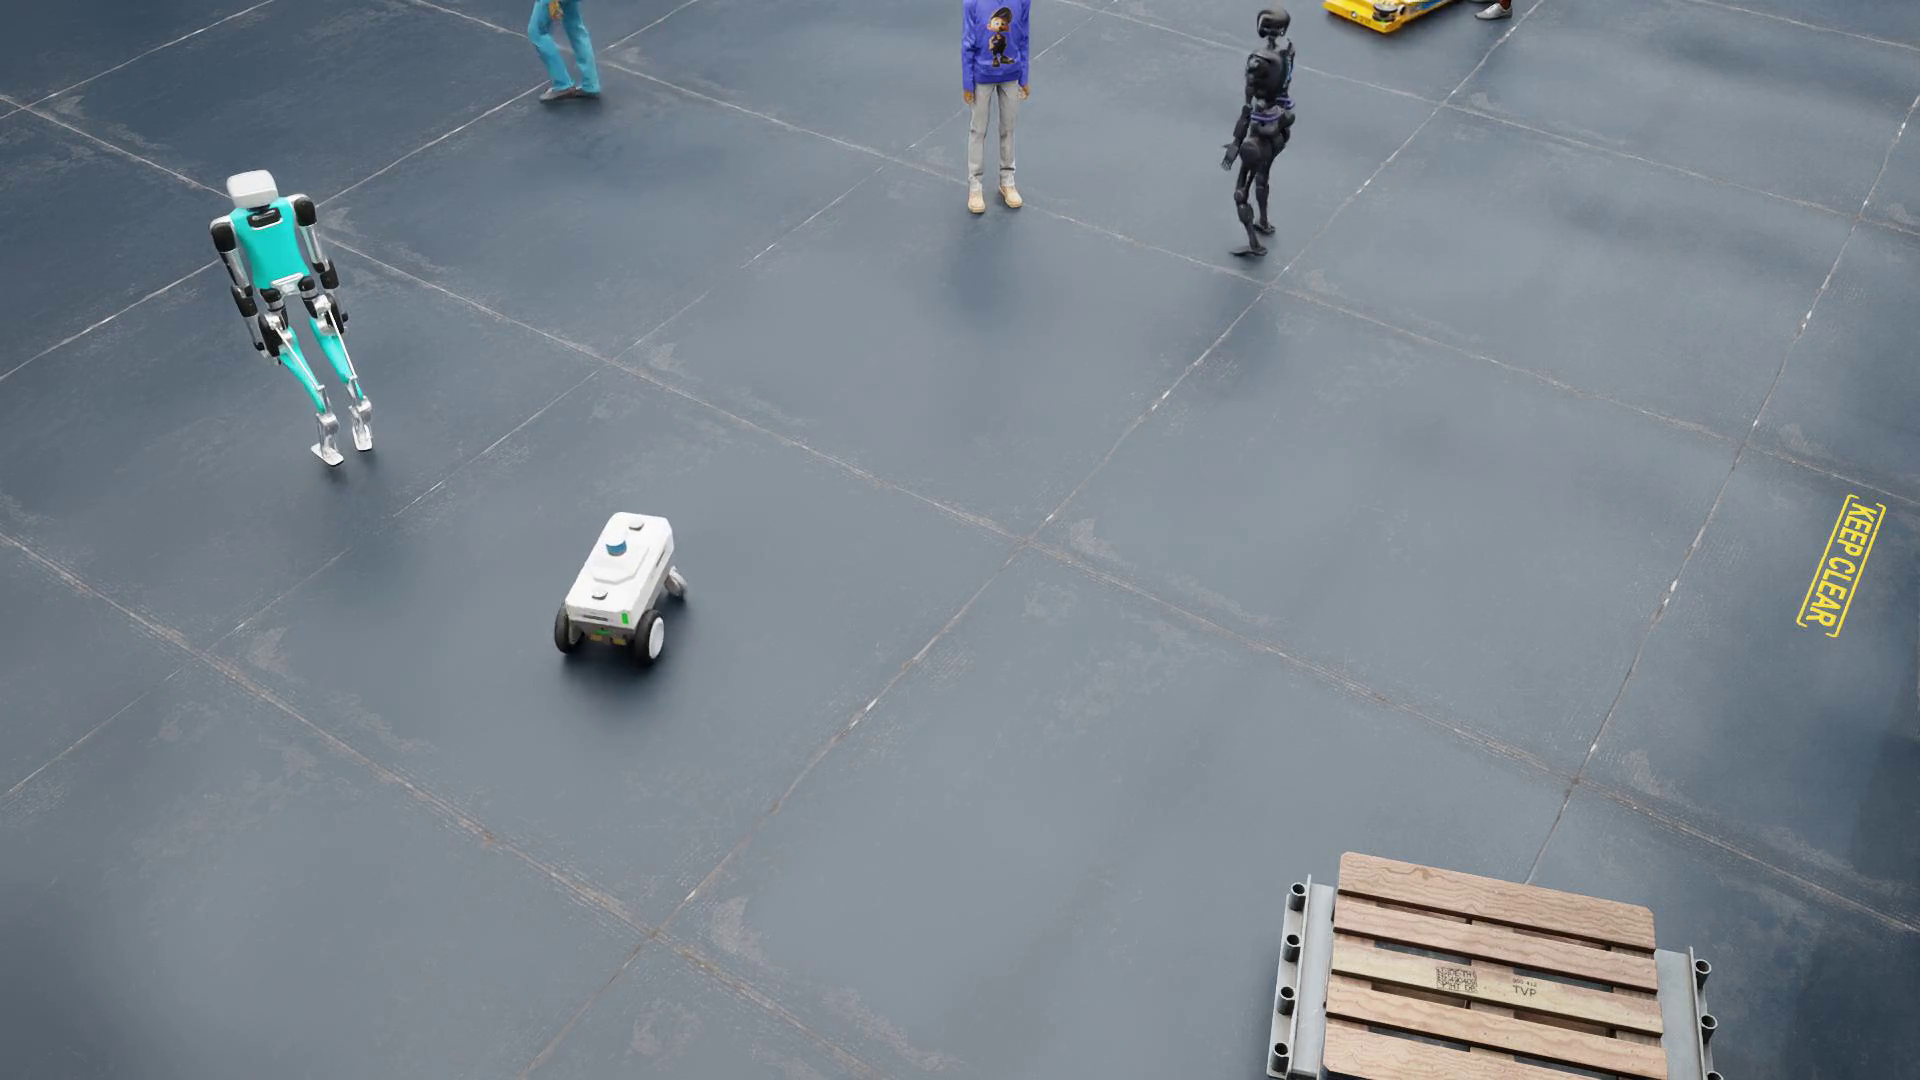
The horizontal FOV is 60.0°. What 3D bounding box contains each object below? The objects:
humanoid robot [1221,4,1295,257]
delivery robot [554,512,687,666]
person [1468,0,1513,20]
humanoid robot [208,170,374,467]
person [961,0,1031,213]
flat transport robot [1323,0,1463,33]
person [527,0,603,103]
[{"bbox_3d":[1.961,-2.617,10.662,0.403,1.642,0.601,28,49,27],"label":"humanoid robot"},{"bbox_3d":[-1.679,0.218,8.312,0.521,0.583,0.737,8,42,8],"label":"delivery robot"},{"bbox_3d":[4.459,-5.136,13.275,0.429,1.937,0.564,2,42,2],"label":"person"},{"bbox_3d":[-3.439,-1.081,8.787,0.533,1.677,0.735,-25,48,-26],"label":"humanoid robot"},{"bbox_3d":[0.239,-3.065,11.008,0.468,1.872,0.341,-10,43,-11],"label":"person"},{"bbox_3d":[3.774,-4.638,13.969,1.431,0.231,0.659,-30,50,-29],"label":"flat transport robot"},{"bbox_3d":[-2.999,-4.064,12.159,0.602,1.823,0.590,7,42,8],"label":"person"}]
